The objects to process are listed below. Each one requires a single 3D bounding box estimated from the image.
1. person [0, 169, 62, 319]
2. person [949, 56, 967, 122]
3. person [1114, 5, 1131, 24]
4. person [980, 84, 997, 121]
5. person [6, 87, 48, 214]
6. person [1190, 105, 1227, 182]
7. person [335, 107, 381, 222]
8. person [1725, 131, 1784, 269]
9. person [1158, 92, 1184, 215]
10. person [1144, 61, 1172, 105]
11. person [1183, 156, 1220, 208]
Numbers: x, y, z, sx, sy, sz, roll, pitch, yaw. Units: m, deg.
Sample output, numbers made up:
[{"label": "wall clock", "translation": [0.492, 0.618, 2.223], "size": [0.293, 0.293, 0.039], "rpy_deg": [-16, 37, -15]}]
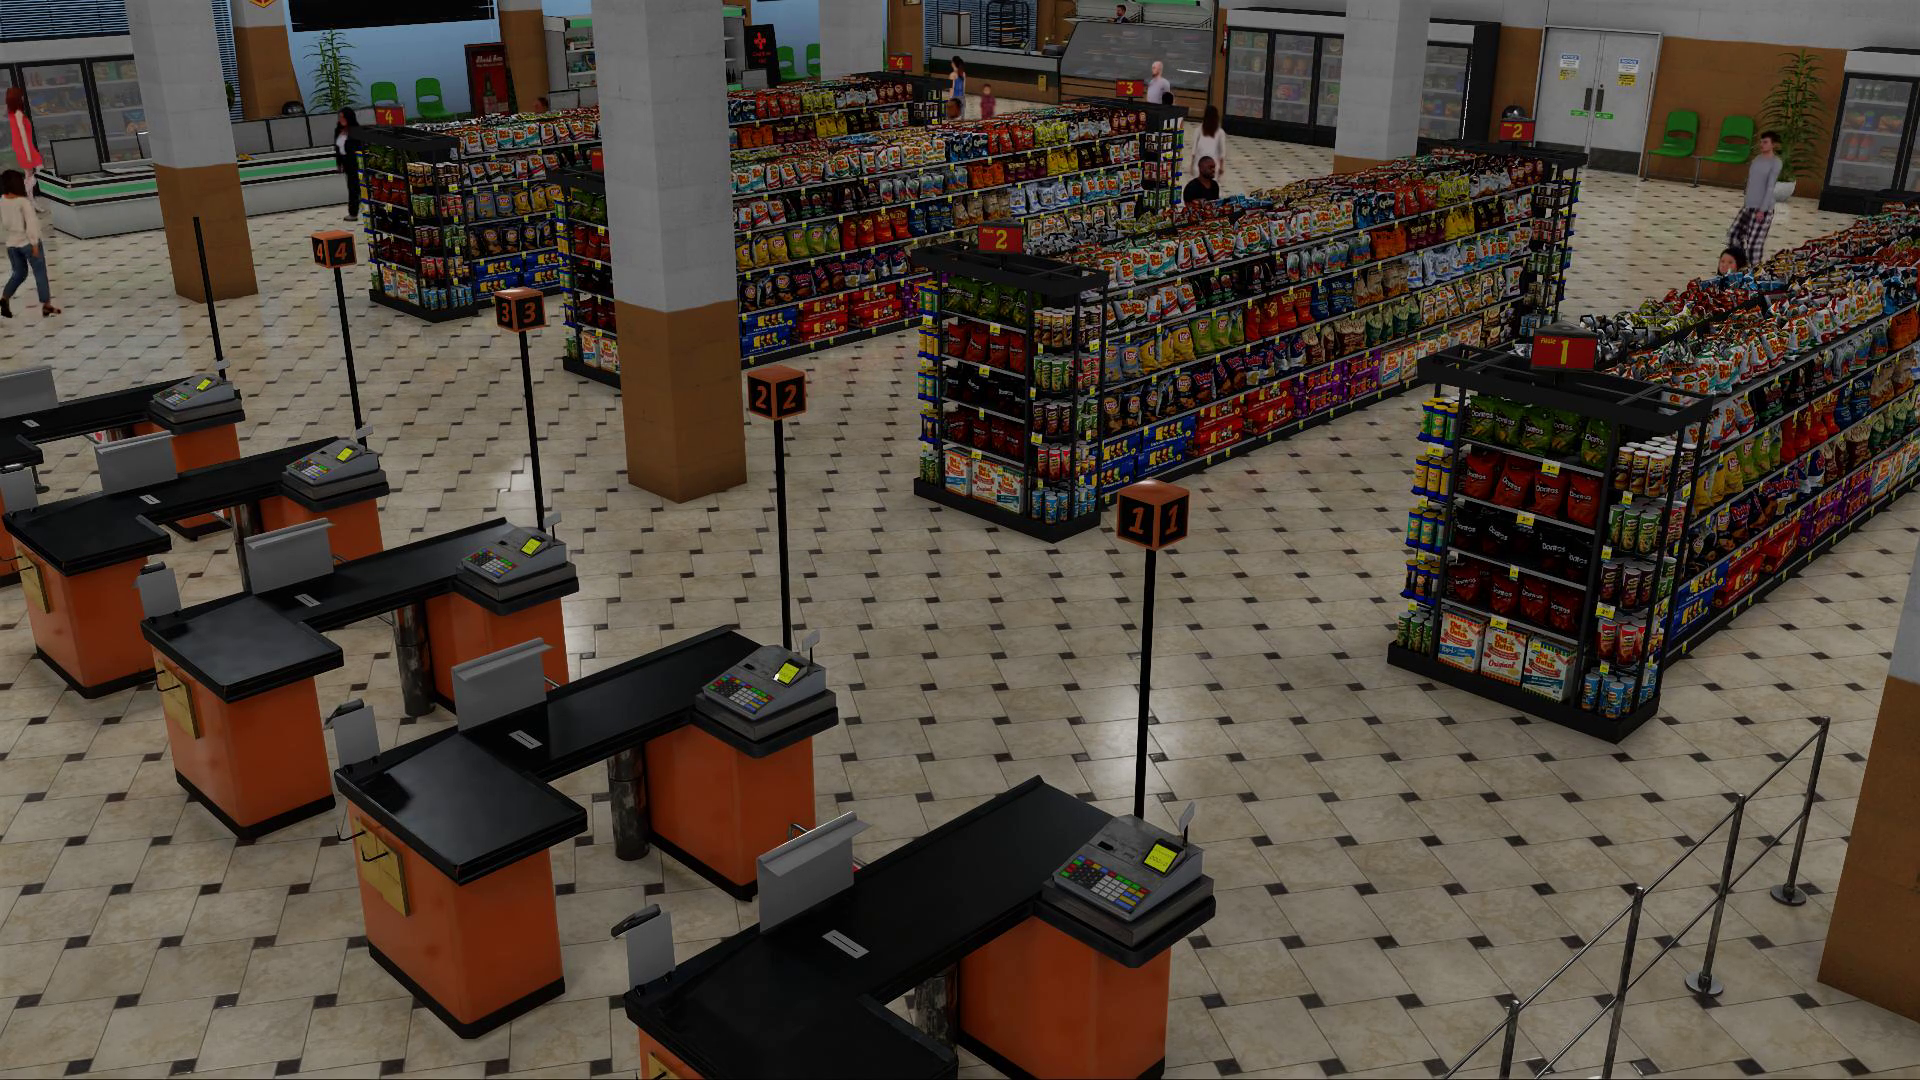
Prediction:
[{"label": "person", "translation": [-10.445, -3.240, 18.421], "size": [0.872, 1.663, 1.054], "rpy_deg": [7, 23, 18]}, {"label": "person", "translation": [-0.051, -8.015, 30.375], "size": [0.625, 1.610, 0.480], "rpy_deg": [19, 29, 39]}, {"label": "person", "translation": [3.713, -11.422, 38.509], "size": [0.628, 1.868, 0.563], "rpy_deg": [20, 29, 41]}, {"label": "person", "translation": [0.522, -8.069, 31.334], "size": [0.718, 0.996, 0.687], "rpy_deg": [-6, 23, -15]}, {"label": "person", "translation": [-13.684, -5.624, 24.153], "size": [0.695, 1.812, 0.626], "rpy_deg": [-18, 28, -38]}, {"label": "person", "translation": [3.458, -5.212, 23.338], "size": [0.926, 1.655, 1.084], "rpy_deg": [6, 23, 13]}, {"label": "person", "translation": [-8.673, -5.414, 23.942], "size": [0.869, 1.579, 1.172], "rpy_deg": [10, 24, 23]}, {"label": "person", "translation": [9.704, -4.005, 20.092], "size": [0.783, 1.836, 0.740], "rpy_deg": [-9, 23, -21]}, {"label": "person", "translation": [2.970, -5.521, 23.929], "size": [0.674, 1.789, 0.791], "rpy_deg": [-7, 23, -16]}, {"label": "person", "translation": [3.321, -6.955, 27.458], "size": [0.959, 1.819, 0.852], "rpy_deg": [-11, 25, -26]}, {"label": "person", "translation": [2.660, -3.364, 18.526], "size": [0.528, 1.814, 0.744], "rpy_deg": [-17, 27, -36]}]
